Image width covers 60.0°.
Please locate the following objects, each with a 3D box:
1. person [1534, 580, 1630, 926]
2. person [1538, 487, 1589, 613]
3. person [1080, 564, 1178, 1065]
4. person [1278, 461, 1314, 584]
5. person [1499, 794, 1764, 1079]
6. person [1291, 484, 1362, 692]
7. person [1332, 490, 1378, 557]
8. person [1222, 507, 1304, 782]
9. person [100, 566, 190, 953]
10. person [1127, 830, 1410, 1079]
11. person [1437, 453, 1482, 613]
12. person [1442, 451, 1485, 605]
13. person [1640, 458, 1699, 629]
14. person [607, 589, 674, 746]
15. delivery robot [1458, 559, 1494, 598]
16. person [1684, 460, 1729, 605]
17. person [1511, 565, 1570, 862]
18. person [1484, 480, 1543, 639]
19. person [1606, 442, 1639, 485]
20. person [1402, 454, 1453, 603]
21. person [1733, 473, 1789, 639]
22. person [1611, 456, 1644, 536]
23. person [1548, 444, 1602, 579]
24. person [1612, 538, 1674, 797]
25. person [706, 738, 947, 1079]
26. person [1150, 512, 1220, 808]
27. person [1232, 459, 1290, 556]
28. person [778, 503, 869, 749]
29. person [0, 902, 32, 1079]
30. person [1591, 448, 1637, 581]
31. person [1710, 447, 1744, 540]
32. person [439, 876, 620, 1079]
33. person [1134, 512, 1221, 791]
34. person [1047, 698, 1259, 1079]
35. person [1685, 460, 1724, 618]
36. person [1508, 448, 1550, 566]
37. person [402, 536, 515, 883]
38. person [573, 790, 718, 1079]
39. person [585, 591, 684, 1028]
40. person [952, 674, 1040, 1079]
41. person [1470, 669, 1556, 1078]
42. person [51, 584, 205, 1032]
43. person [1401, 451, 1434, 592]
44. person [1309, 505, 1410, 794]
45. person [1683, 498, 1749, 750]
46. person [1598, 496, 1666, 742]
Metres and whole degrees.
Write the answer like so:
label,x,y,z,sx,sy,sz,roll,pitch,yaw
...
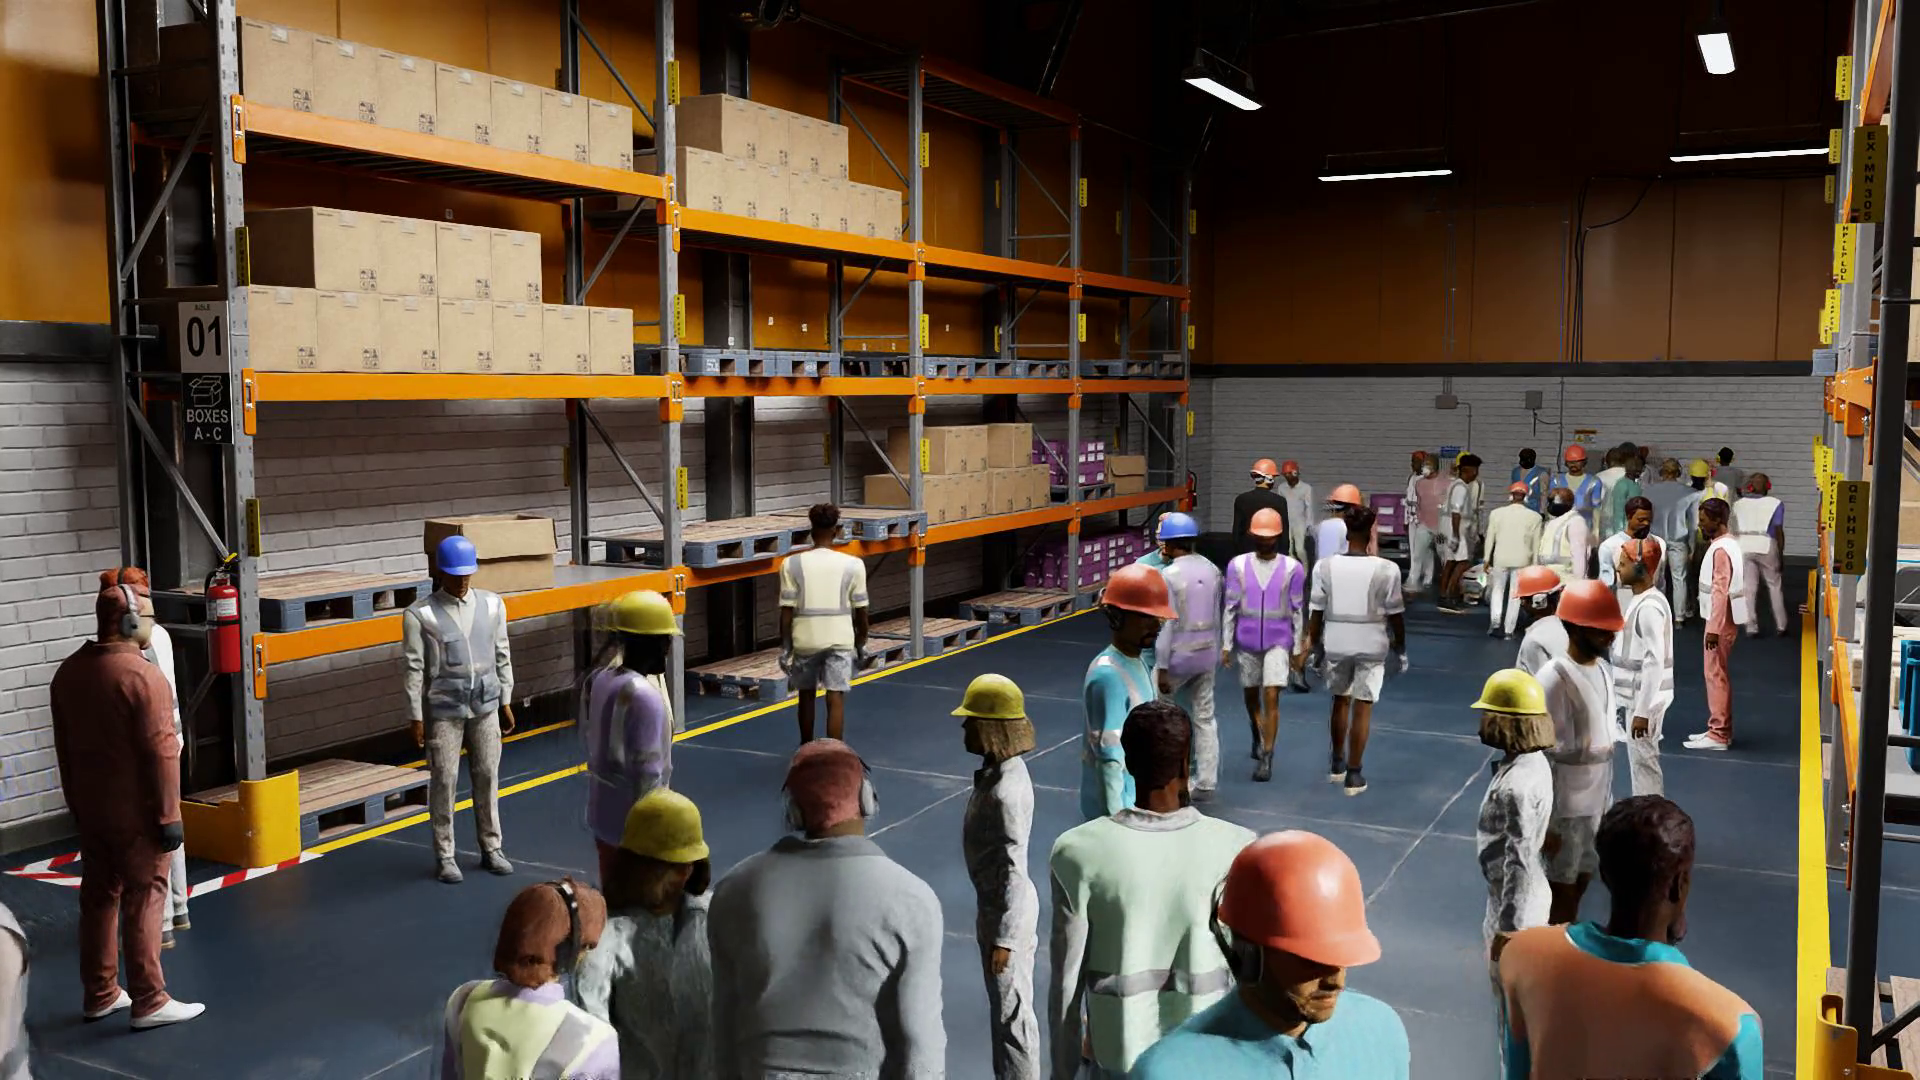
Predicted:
label,x,y,z,sx,sy,sz,roll,pitch,yaw
person,2.661,1.132,7.166,0.428,1.928,0.564,5,7,44
person,5.644,0.411,15.585,0.432,1.804,0.724,0,5,1
person,0.689,1.108,6.763,0.389,2.037,0.615,1,5,13
person,4.614,-0.227,22.832,0.616,1.717,0.555,5,7,43
person,1.409,1.478,3.486,0.435,1.904,0.625,-3,6,-28
person,3.333,0.432,14.940,1.028,1.882,0.565,-4,6,-34
person,4.306,0.248,18.240,0.517,1.612,0.327,0,5,5
person,2.171,0.701,11.866,0.552,1.907,0.933,2,6,17
person,-4.005,1.062,8.155,0.346,1.878,0.570,-1,5,-11
person,0.548,1.478,3.060,0.637,1.978,0.575,-2,6,-23
person,6.041,-0.082,20.124,0.478,1.938,0.644,1,5,11
person,6.287,-0.142,20.798,0.588,1.930,0.361,-1,5,-12
person,8.000,0.040,18.794,0.631,1.940,0.372,2,6,19
person,-1.565,1.113,8.230,0.325,1.752,0.559,0,5,4
delivery robot,6.553,0.484,20.878,0.477,0.478,0.707,5,7,42
person,9.246,-0.093,20.848,0.791,1.814,0.579,-5,7,-42
person,3.259,1.010,9.368,0.333,1.745,0.559,4,7,37
person,5.998,0.213,18.025,0.587,1.726,0.386,2,6,21
person,8.921,-0.339,22.326,0.644,2.000,0.695,0,5,-3
person,5.894,-0.131,20.850,1.005,1.888,0.639,-4,7,-37
person,8.766,0.170,18.142,0.787,1.799,0.612,-4,7,-40
person,8.165,-0.061,20.161,0.694,1.902,0.524,-5,7,-44
person,7.436,-0.137,20.141,0.610,2.043,0.397,3,6,28
person,3.903,0.927,9.530,0.337,1.882,0.585,2,6,19
person,-0.323,1.441,4.139,0.665,1.863,0.836,2,6,16
person,1.404,0.777,10.918,0.625,1.917,0.723,-4,7,-40
person,3.143,0.151,17.304,0.619,1.990,0.391,4,6,35
person,-0.958,0.706,11.685,0.631,1.919,0.939,-1,5,-5
person,-2.398,1.439,3.801,0.645,1.918,0.637,2,6,25
person,8.607,-0.248,21.958,0.627,1.933,0.383,-1,5,-13
person,11.103,-0.418,24.168,0.502,1.861,0.328,2,6,18
person,-1.033,1.591,3.811,0.531,1.614,0.468,3,6,32
person,1.408,0.765,11.153,0.652,1.906,0.409,2,6,24
person,0.530,1.384,4.445,0.597,1.915,0.369,0,5,-2
person,8.814,-0.029,19.940,0.596,1.887,0.933,1,6,15
person,8.280,-0.423,24.311,0.430,1.840,0.620,-4,7,-38
person,-2.779,0.932,9.250,0.616,1.933,0.419,-4,7,-40
person,-0.768,1.491,4.377,0.723,1.718,0.498,5,7,43
person,-1.278,1.157,6.926,0.726,1.900,0.607,-3,6,-33
person,0.125,1.335,5.885,0.305,1.745,0.483,0,5,-3
person,1.968,1.328,5.974,0.305,1.743,0.494,2,6,24
person,-3.574,1.137,7.167,0.651,1.904,0.401,3,6,26
person,6.135,-0.247,22.171,0.337,1.882,0.584,-3,6,-26
person,2.753,0.729,11.357,0.622,1.937,0.755,3,6,31
person,5.752,0.632,12.612,0.414,1.906,0.598,2,6,25
person,5.194,0.607,12.881,0.597,1.908,0.400,-2,6,-21
